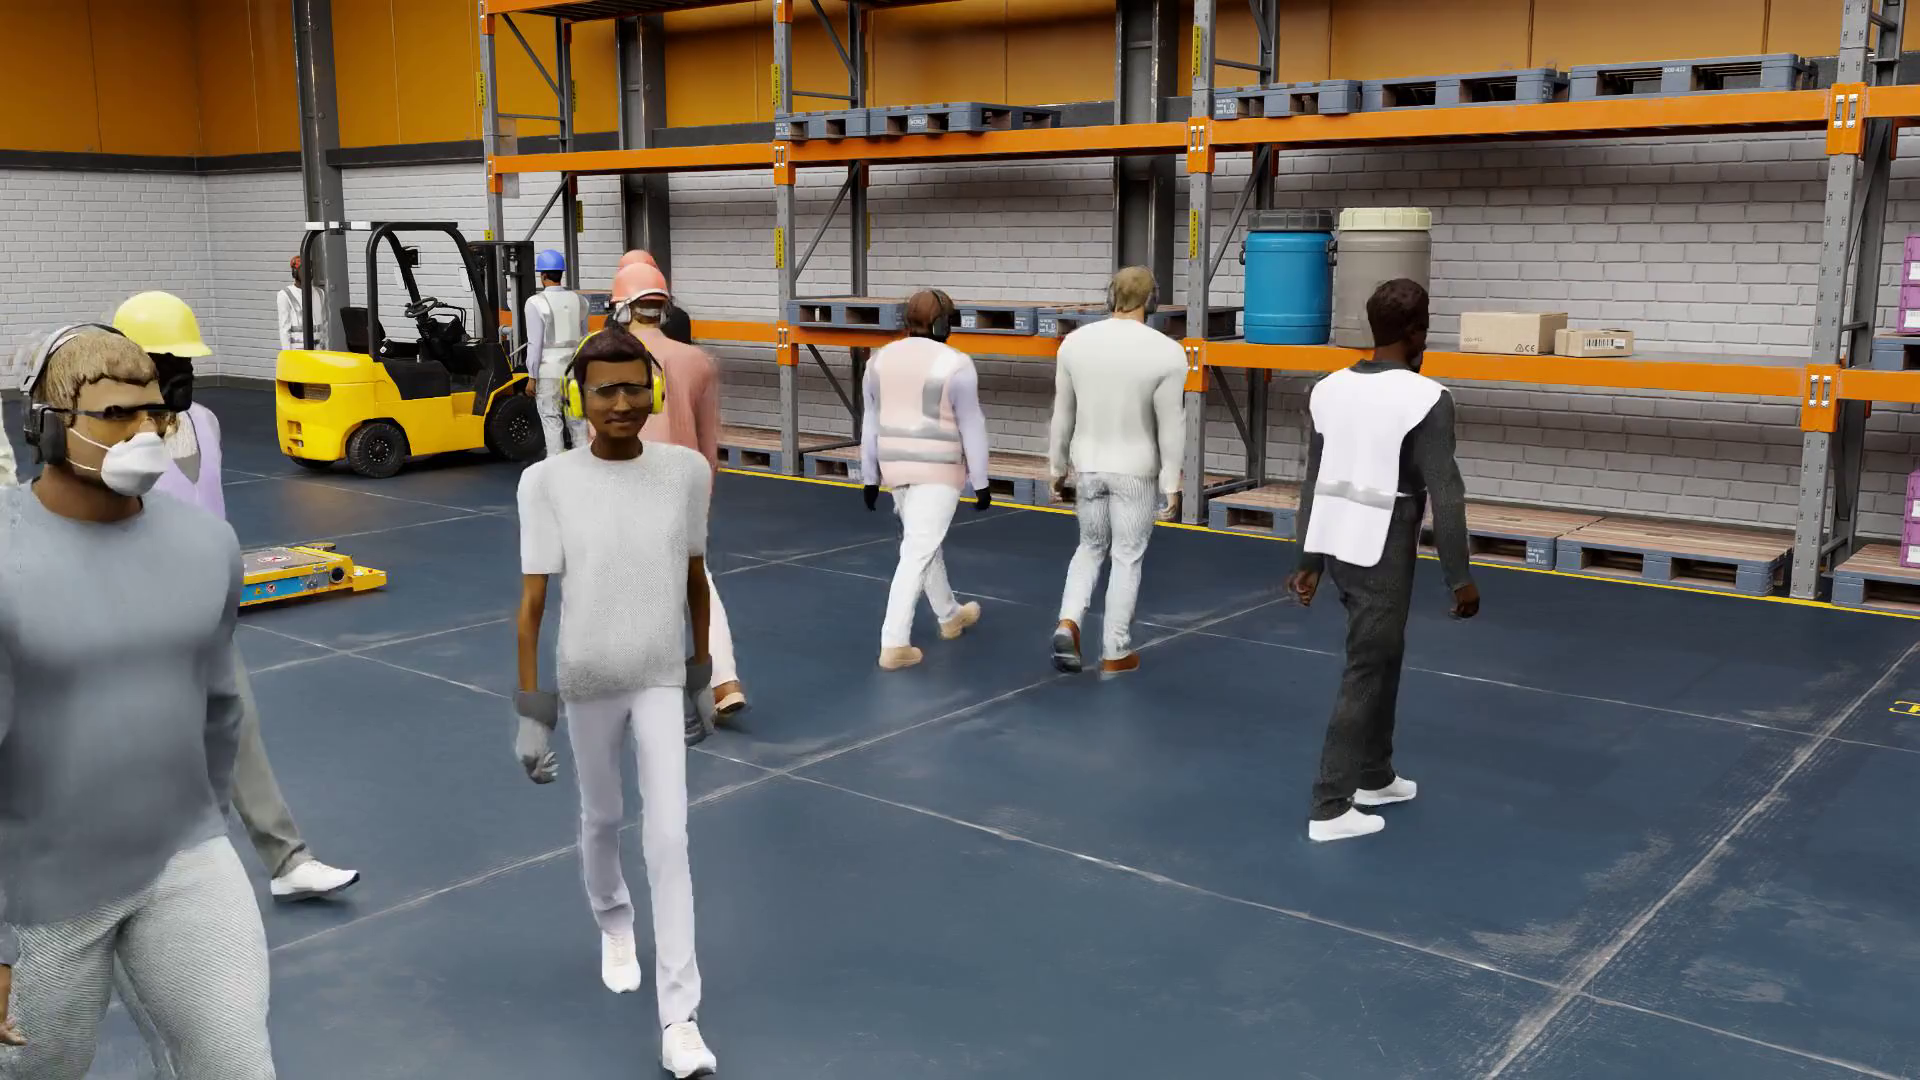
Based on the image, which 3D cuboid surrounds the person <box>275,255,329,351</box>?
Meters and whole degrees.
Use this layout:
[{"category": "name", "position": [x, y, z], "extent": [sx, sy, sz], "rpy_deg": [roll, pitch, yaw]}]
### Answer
[{"category": "person", "position": [-6.410, -1.838, 16.288], "extent": [0.352, 1.879, 0.568], "rpy_deg": [4, 11, 22]}]

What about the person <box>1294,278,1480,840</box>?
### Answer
[{"category": "person", "position": [1.488, 0.070, 5.673], "extent": [0.773, 1.892, 0.593], "rpy_deg": [-5, 11, -25]}]

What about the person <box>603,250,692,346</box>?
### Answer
[{"category": "person", "position": [-2.015, -0.839, 10.513], "extent": [0.643, 1.956, 0.846], "rpy_deg": [-9, 14, -42]}]

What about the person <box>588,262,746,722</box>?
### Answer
[{"category": "person", "position": [-1.262, -0.205, 7.086], "extent": [0.648, 1.939, 1.068], "rpy_deg": [-7, 13, -35]}]

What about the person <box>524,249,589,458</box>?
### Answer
[{"category": "person", "position": [-3.217, -1.335, 13.287], "extent": [0.403, 1.945, 0.614], "rpy_deg": [8, 13, 37]}]

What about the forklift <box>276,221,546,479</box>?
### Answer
[{"category": "forklift", "position": [-4.922, -1.741, 14.854], "extent": [1.214, 2.155, 2.313], "rpy_deg": [8, 13, 38]}]

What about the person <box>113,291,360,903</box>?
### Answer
[{"category": "person", "position": [-2.366, 0.199, 4.997], "extent": [1.009, 1.870, 0.613], "rpy_deg": [3, 11, 17]}]

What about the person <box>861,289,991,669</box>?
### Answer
[{"category": "person", "position": [-0.137, -0.314, 8.090], "extent": [0.631, 1.785, 0.981], "rpy_deg": [8, 13, 37]}]

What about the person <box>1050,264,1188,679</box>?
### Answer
[{"category": "person", "position": [0.690, -0.285, 7.558], "extent": [0.664, 1.918, 0.526], "rpy_deg": [6, 12, 29]}]

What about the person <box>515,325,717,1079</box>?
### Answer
[{"category": "person", "position": [-0.852, 0.375, 4.177], "extent": [0.536, 1.813, 0.995], "rpy_deg": [-4, 11, -20]}]

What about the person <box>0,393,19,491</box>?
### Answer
[{"category": "person", "position": [-3.434, 0.049, 5.525], "extent": [0.528, 1.972, 0.635], "rpy_deg": [7, 12, 35]}]

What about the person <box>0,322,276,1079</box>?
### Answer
[{"category": "person", "position": [-1.537, 0.567, 2.913], "extent": [0.995, 1.902, 0.636], "rpy_deg": [7, 12, 33]}]

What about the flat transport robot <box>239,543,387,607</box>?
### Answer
[{"category": "flat transport robot", "position": [-4.015, 0.231, 9.258], "extent": [0.652, 0.197, 1.431], "rpy_deg": [8, 13, 38]}]
